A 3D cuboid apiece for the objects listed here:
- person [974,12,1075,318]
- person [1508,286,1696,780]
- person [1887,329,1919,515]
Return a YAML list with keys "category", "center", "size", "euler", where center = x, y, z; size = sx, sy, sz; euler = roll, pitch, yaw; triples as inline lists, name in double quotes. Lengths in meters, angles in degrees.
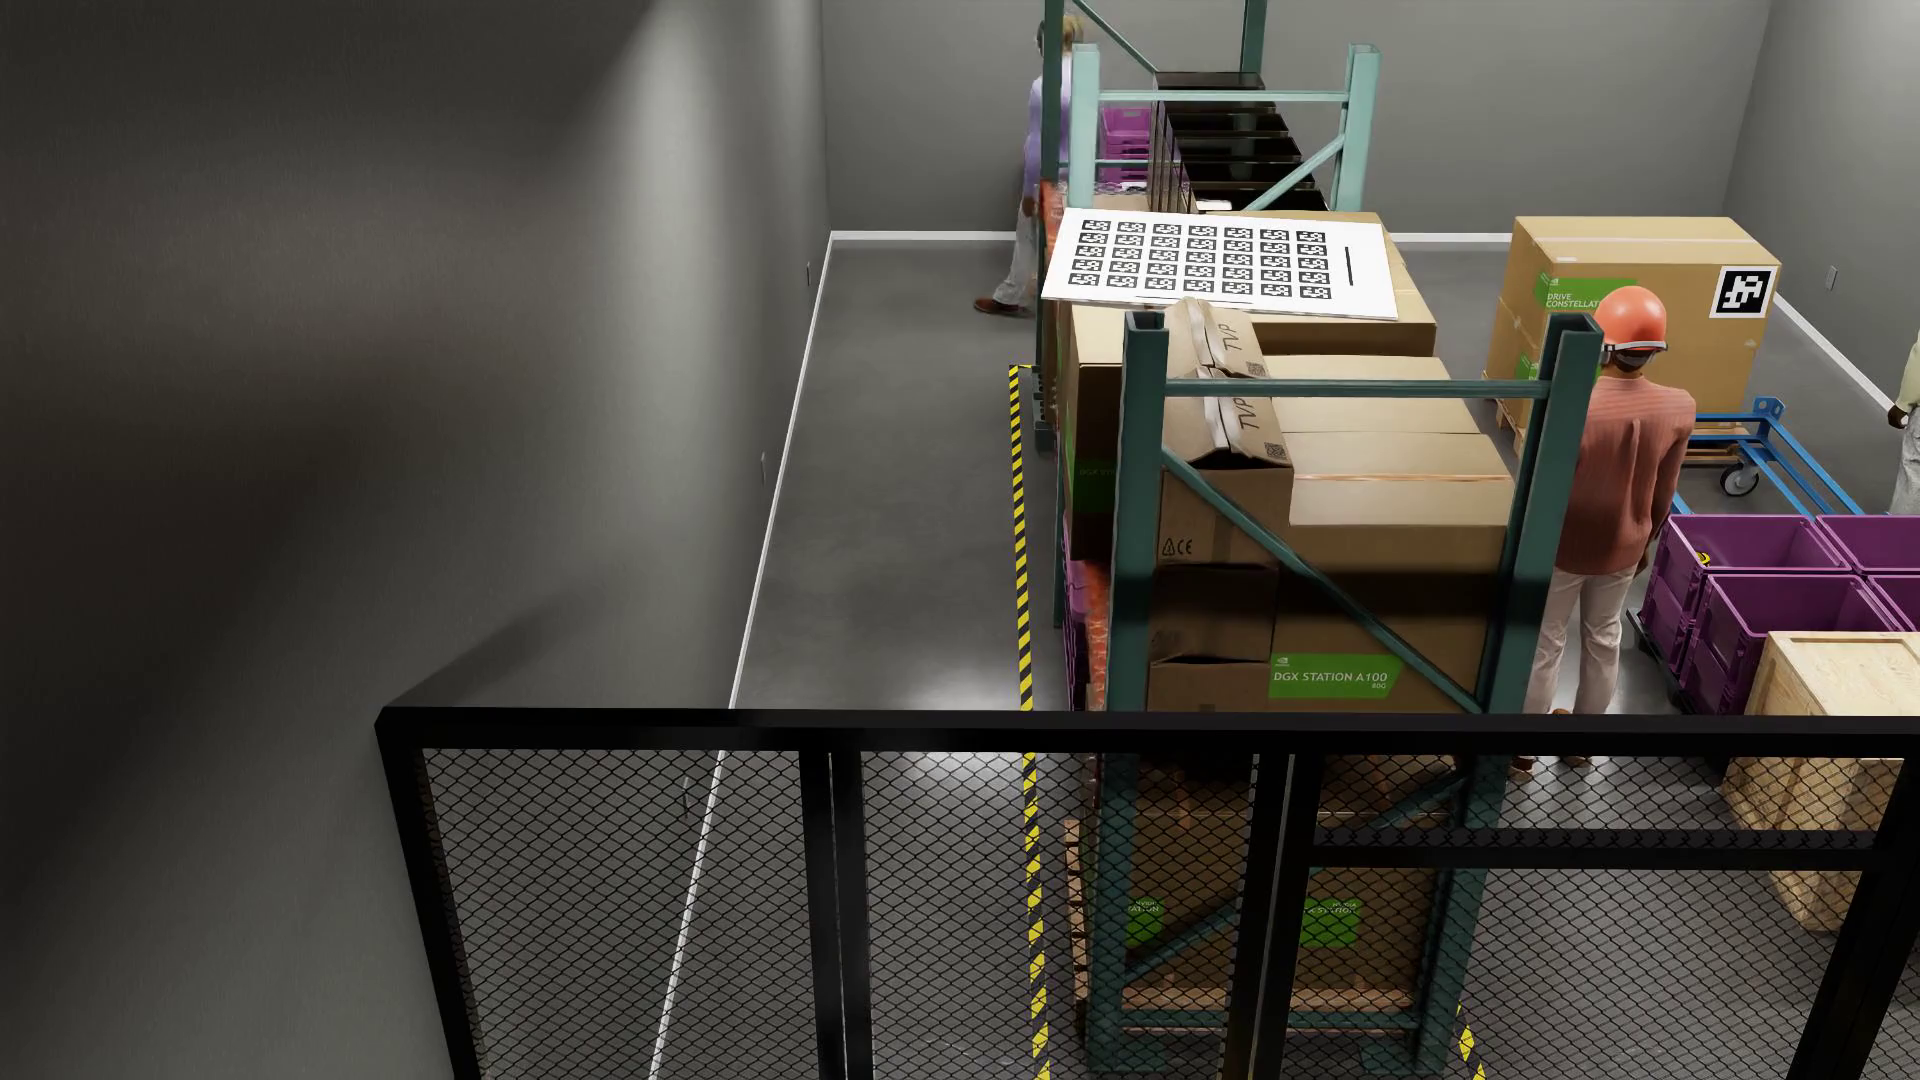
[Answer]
- category: "person"
  center: [0.622, -2.168, 9.890]
  size: [1.028, 1.878, 0.667]
  euler: [9, 32, 15]
- category: "person"
  center: [2.305, 0.010, 6.146]
  size: [0.608, 1.995, 0.377]
  euler: [-7, 32, -12]
- category: "person"
  center: [4.452, -0.638, 7.387]
  size: [0.591, 1.821, 0.403]
  euler: [2, 31, 3]
